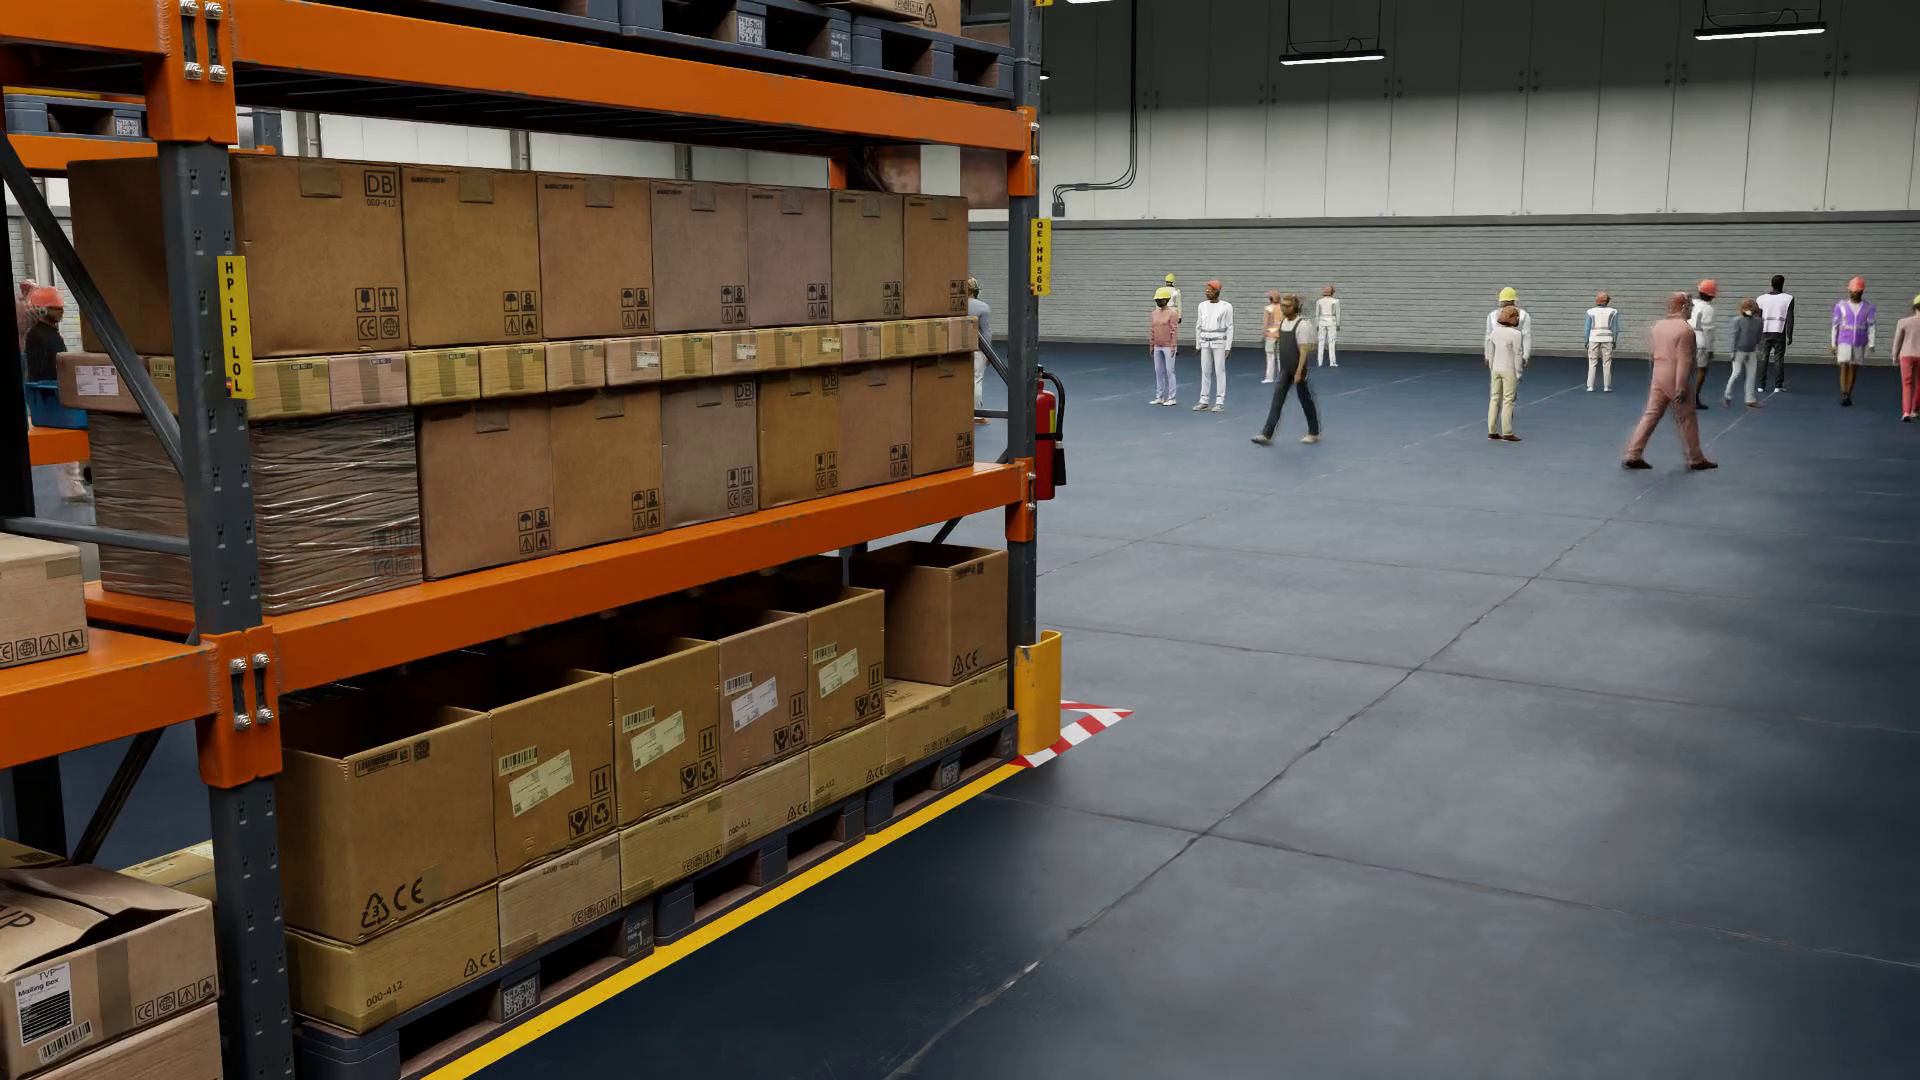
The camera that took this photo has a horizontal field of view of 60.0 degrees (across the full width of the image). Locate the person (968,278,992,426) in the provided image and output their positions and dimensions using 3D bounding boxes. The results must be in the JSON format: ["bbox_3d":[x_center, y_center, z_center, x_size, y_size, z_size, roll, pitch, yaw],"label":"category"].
[{"bbox_3d":[0.131,-2.467,21.883,0.635,1.937,0.355,5,11,29],"label":"person"}]

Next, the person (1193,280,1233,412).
[{"bbox_3d":[3.630,-2.773,23.835,0.574,1.884,0.361,8,13,40],"label":"person"}]

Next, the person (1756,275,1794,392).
[{"bbox_3d":[13.360,-3.383,27.311,0.587,1.917,0.390,8,12,38],"label":"person"}]

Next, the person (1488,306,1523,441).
[{"bbox_3d":[6.591,-2.006,20.074,0.275,1.633,0.505,-5,11,-26],"label":"person"}]

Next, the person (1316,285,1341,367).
[{"bbox_3d":[7.414,-4.304,33.512,0.513,1.639,0.311,6,11,32],"label":"person"}]

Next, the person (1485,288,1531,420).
[{"bbox_3d":[7.352,-2.483,22.373,0.613,1.788,0.869,4,11,23],"label":"person"}]

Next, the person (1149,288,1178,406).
[{"bbox_3d":[3.031,-2.886,24.868,0.348,1.756,0.518,-9,13,-41],"label":"person"}]

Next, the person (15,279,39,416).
[{"bbox_3d":[-12.690,-2.618,22.848,0.641,1.913,0.407,5,11,25],"label":"person"}]

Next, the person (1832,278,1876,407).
[{"bbox_3d":[13.208,-2.905,24.577,0.568,1.886,0.976,4,10,20],"label":"person"}]

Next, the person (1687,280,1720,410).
[{"bbox_3d":[10.694,-2.829,24.199,0.379,1.886,0.589,-4,10,-22],"label":"person"}]

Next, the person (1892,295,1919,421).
[{"bbox_3d":[12.950,-2.465,22.554,0.537,1.721,0.939,5,11,26],"label":"person"}]

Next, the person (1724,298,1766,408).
[{"bbox_3d":[11.527,-2.729,24.405,0.574,1.614,0.330,-2,10,-12],"label":"person"}]

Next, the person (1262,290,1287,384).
[{"bbox_3d":[5.510,-3.555,29.131,0.522,1.636,0.309,-6,11,-29],"label":"person"}]

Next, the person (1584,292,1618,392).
[{"bbox_3d":[10.496,-3.234,27.256,0.514,1.636,0.315,4,10,22],"label":"person"}]

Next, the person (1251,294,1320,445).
[{"bbox_3d":[3.915,-2.002,19.613,0.982,1.789,0.529,-6,11,-32],"label":"person"}]

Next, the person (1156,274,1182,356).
[{"bbox_3d":[4.662,-4.996,37.001,0.595,1.832,0.404,4,10,22],"label":"person"}]

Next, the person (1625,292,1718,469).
[{"bbox_3d":[7.442,-1.649,17.349,0.980,1.860,0.659,-2,10,-11],"label":"person"}]

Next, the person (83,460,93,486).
[{"bbox_3d":[-5.458,-0.545,10.714,0.603,1.906,0.540,4,10,22],"label":"person"}]

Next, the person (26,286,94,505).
[{"bbox_3d":[-8.096,-1.256,14.707,0.712,1.973,0.621,-2,10,-13],"label":"person"}]
